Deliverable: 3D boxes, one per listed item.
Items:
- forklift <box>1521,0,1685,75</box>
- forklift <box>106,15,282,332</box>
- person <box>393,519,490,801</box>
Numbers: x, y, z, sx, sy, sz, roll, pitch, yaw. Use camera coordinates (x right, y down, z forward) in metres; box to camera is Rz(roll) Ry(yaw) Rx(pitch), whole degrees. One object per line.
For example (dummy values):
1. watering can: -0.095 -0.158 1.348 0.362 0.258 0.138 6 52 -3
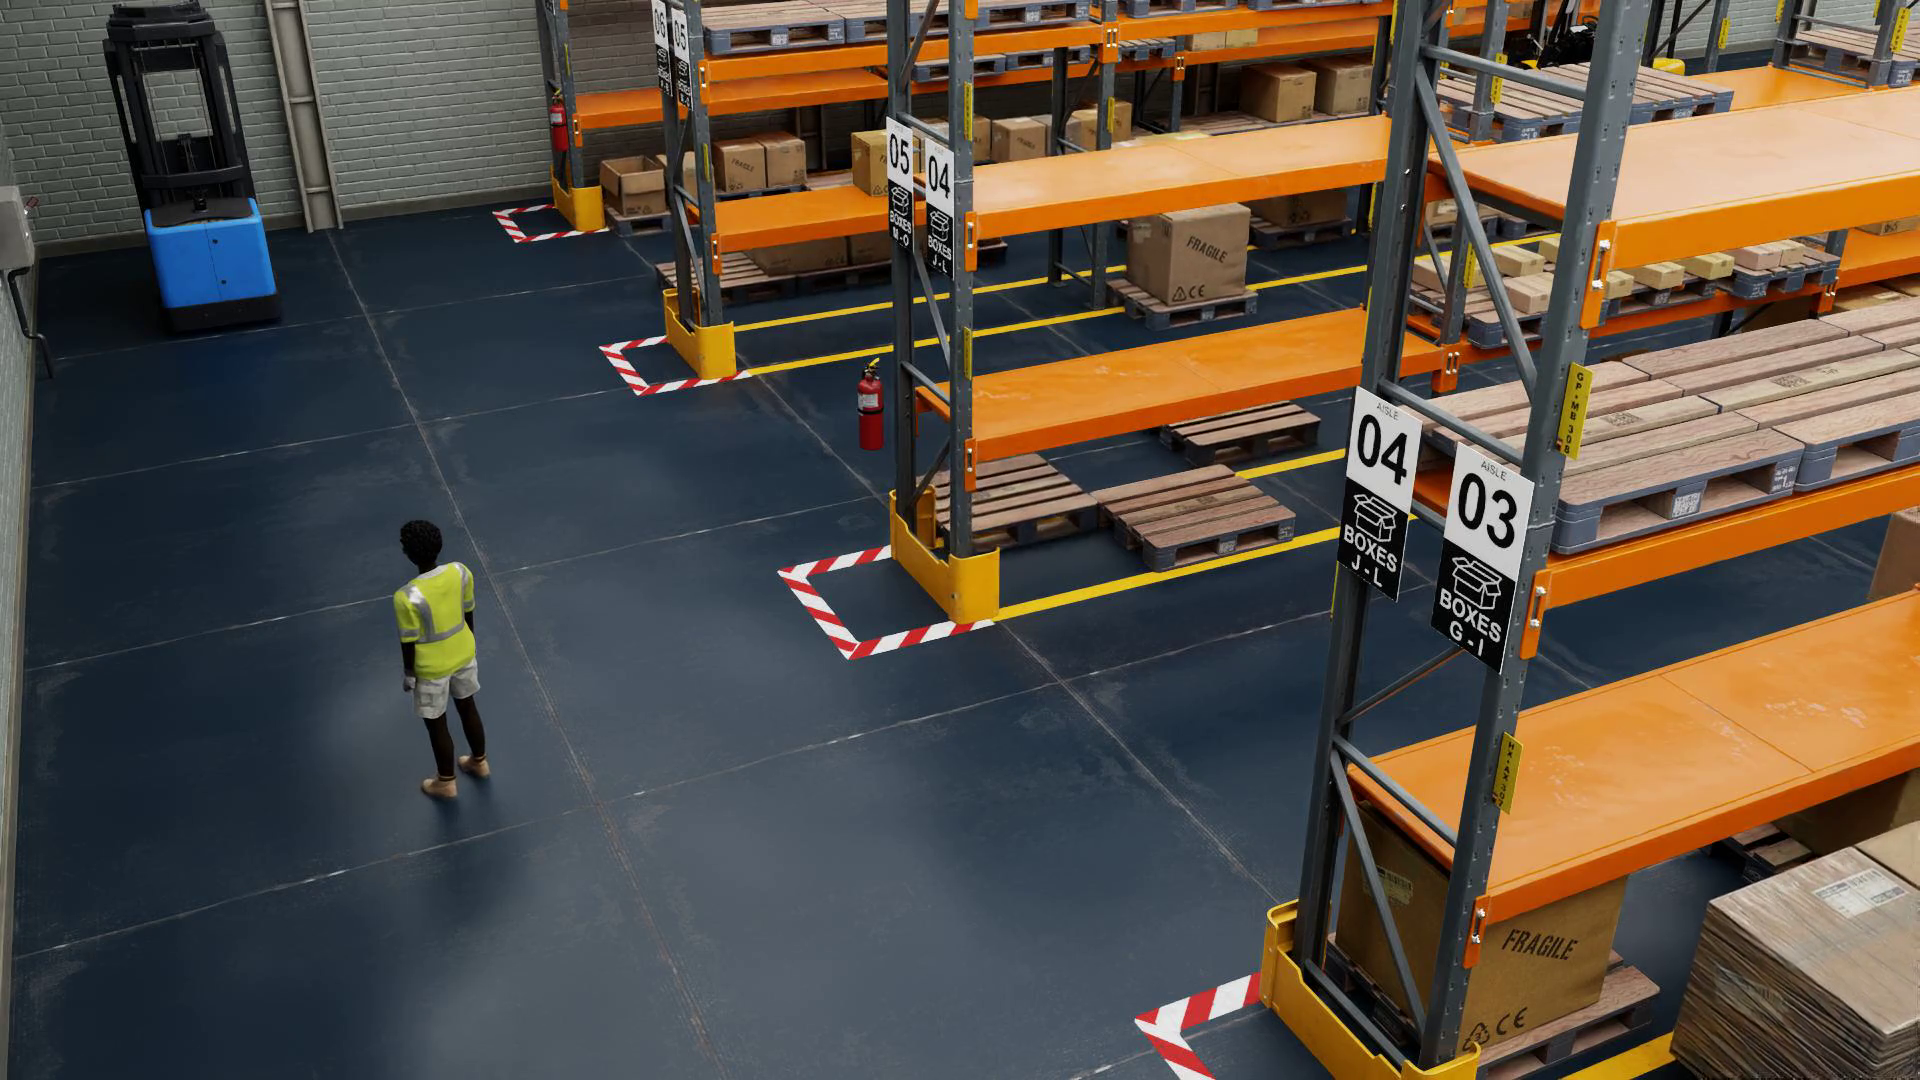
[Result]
1. forklift: 8.950 -6.807 23.056 1.214 2.155 2.313 -12 30 -22
2. forklift: -7.548 -3.672 16.323 1.129 2.768 1.873 -12 30 -22
3. person: -2.892 0.664 9.290 0.321 1.686 0.537 14 31 26
